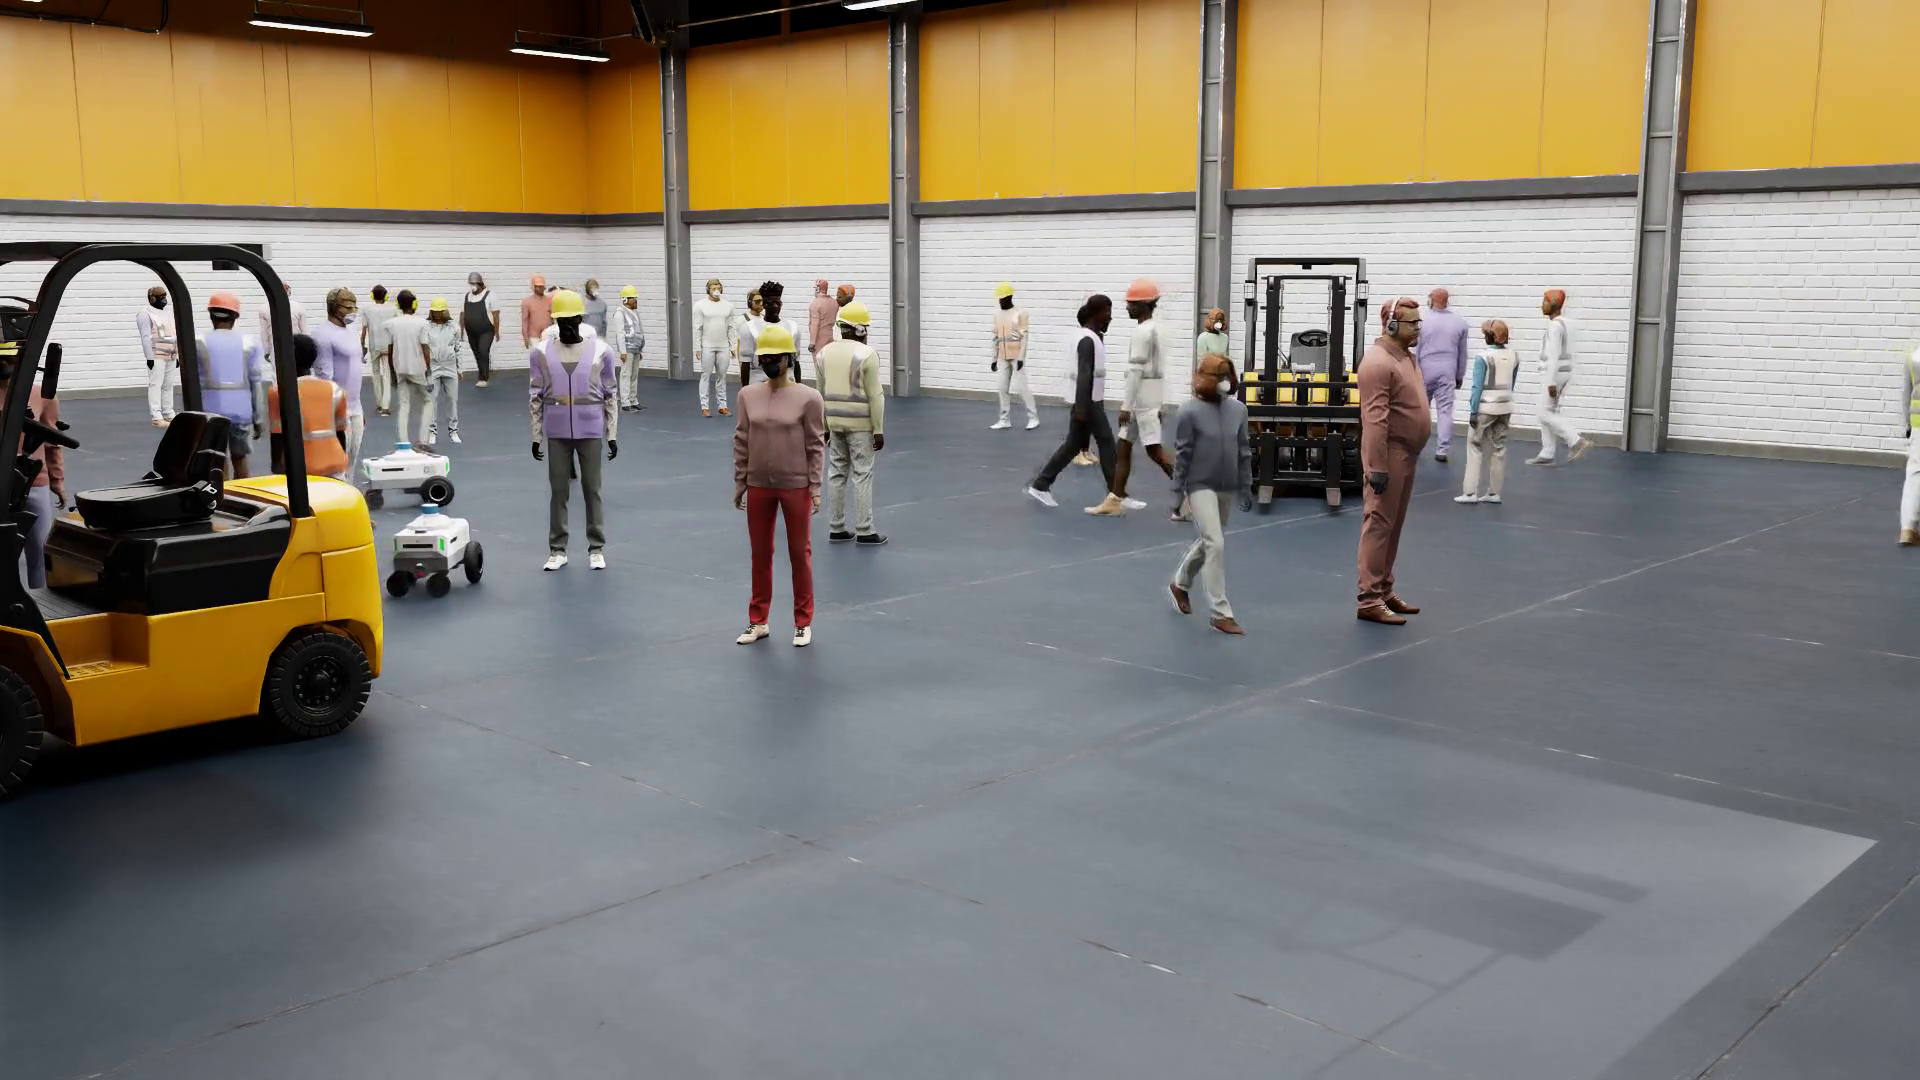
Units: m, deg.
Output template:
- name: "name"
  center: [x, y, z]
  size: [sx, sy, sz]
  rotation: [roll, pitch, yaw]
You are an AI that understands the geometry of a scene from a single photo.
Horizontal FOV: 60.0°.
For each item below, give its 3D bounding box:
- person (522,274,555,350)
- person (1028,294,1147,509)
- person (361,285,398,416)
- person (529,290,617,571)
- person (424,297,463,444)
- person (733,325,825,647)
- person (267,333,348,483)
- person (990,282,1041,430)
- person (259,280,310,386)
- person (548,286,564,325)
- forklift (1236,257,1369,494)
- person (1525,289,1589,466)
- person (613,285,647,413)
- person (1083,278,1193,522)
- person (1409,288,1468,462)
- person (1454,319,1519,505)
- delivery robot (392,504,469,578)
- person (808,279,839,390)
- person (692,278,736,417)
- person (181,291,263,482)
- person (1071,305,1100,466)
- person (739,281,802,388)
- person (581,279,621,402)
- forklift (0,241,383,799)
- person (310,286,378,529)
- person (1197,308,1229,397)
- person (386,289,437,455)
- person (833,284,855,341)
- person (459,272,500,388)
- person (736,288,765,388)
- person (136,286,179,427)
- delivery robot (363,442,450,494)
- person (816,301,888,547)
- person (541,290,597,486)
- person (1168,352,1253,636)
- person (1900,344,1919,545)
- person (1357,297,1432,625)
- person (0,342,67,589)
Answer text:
- name: "person"
  center: [-6.838, -3.336, 27.131]
  size: [0.649, 1.980, 0.436]
  rotation: [-7, 12, -37]
- name: "person"
  center: [1.083, -1.195, 14.417]
  size: [1.006, 1.870, 0.596]
  rotation: [1, 9, 6]
- name: "person"
  center: [-8.229, -2.701, 23.700]
  size: [0.574, 1.833, 0.867]
  rotation: [-2, 9, -13]
- name: "person"
  center: [-2.651, -0.744, 11.421]
  size: [0.594, 1.925, 0.378]
  rotation: [-1, 9, -5]
- name: "person"
  center: [-6.134, -2.002, 19.703]
  size: [0.492, 1.740, 0.320]
  rotation: [-4, 10, -25]
- name: "person"
  center: [-0.998, -0.291, 9.133]
  size: [0.524, 1.770, 0.315]
  rotation: [2, 10, 14]
- name: "person"
  center: [-4.010, -0.431, 10.240]
  size: [0.438, 1.675, 0.565]
  rotation: [6, 11, 35]
- name: "person"
  center: [0.691, -2.362, 21.426]
  size: [0.555, 1.900, 0.735]
  rotation: [-9, 13, -43]
- name: "person"
  center: [-9.420, -2.664, 23.260]
  size: [0.643, 1.909, 0.410]
  rotation: [-2, 10, -13]
- name: "person"
  center: [-5.089, -2.290, 21.137]
  size: [0.577, 1.851, 0.504]
  rotation: [-3, 10, -18]
- name: "forklift"
  center: [3.309, -1.629, 16.029]
  size: [1.214, 2.155, 2.313]
  rotation: [2, 9, 11]
- name: "person"
  center: [6.271, -1.682, 17.380]
  size: [0.539, 1.869, 0.574]
  rotation: [5, 11, 28]
- name: "person"
  center: [-4.759, -2.758, 24.056]
  size: [0.403, 1.833, 0.591]
  rotation: [2, 10, 14]
- name: "person"
  center: [1.561, -1.142, 13.659]
  size: [1.012, 2.009, 0.621]
  rotation: [2, 10, 13]
- name: "person"
  center: [5.171, -1.802, 18.120]
  size: [0.676, 1.851, 0.993]
  rotation: [0, 9, 1]
- name: "person"
  center: [4.662, -1.115, 14.612]
  size: [0.534, 1.636, 0.372]
  rotation: [-5, 10, -26]
- name: "delivery robot"
  center: [-3.400, 0.011, 10.702]
  size: [0.477, 0.478, 0.707]
  rotation: [-1, 9, -4]
- name: "person"
  center: [-2.178, -3.137, 26.153]
  size: [0.409, 1.907, 0.651]
  rotation: [6, 11, 31]
- name: "person"
  center: [-3.432, -2.683, 23.308]
  size: [0.627, 1.930, 0.372]
  rotation: [-6, 11, -31]
- name: "person"
  center: [-5.709, -0.967, 12.878]
  size: [0.574, 1.893, 0.716]
  rotation: [-6, 11, -34]
- name: "person"
  center: [1.347, -1.632, 17.561]
  size: [0.317, 1.700, 0.539]
  rotation: [5, 10, 27]
- name: "person"
  center: [-1.692, -1.352, 15.038]
  size: [0.614, 1.960, 0.361]
  rotation: [-5, 11, -30]
- name: "person"
  center: [-5.618, -3.050, 25.613]
  size: [0.903, 1.902, 0.637]
  rotation: [9, 13, 44]
- name: "forklift"
  center: [-3.706, -0.171, 7.093]
  size: [1.214, 2.155, 2.313]
  rotation: [9, 13, 43]
- name: "person"
  center: [-4.837, -1.009, 13.031]
  size: [0.372, 1.934, 0.627]
  rotation: [0, 9, 2]
- name: "person"
  center: [2.841, -1.780, 18.674]
  size: [0.501, 1.631, 0.285]
  rotation: [-8, 13, -42]
- name: "person"
  center: [-5.997, -1.821, 18.270]
  size: [0.576, 1.847, 0.670]
  rotation: [1, 9, 6]
- name: "person"
  center: [-1.362, -2.147, 20.158]
  size: [0.355, 1.883, 0.572]
  rotation: [-6, 11, -33]
- name: "person"
  center: [-8.427, -3.662, 28.967]
  size: [0.702, 2.000, 0.869]
  rotation: [2, 10, 14]
- name: "person"
  center: [-2.385, -2.004, 19.396]
  size: [0.349, 1.846, 0.506]
  rotation: [8, 12, 39]
- name: "person"
  center: [-10.503, -2.409, 21.894]
  size: [0.429, 1.844, 0.627]
  rotation: [1, 9, 8]
- name: "delivery robot"
  center: [-4.826, -0.607, 14.493]
  size: [0.707, 0.478, 0.477]
  rotation: [-4, 10, -22]
- name: "person"
  center: [-0.795, -0.865, 12.452]
  size: [0.601, 1.830, 0.403]
  rotation: [7, 12, 37]
- name: "person"
  center: [-3.734, -1.468, 16.051]
  size: [0.573, 1.870, 1.048]
  rotation: [-3, 10, -16]
- name: "person"
  center: [1.436, -0.297, 9.677]
  size: [0.507, 1.605, 0.795]
  rotation: [-5, 11, -29]
- name: "person"
  center: [7.409, -0.852, 12.521]
  size: [0.984, 1.794, 0.639]
  rotation: [-7, 12, -38]
- name: "person"
  center: [2.561, -0.469, 9.798]
  size: [0.406, 1.906, 0.654]
  rotation: [5, 11, 28]
- name: "person"
  center: [-5.181, -0.287, 9.112]
  size: [0.526, 1.768, 0.331]
  rotation: [-7, 12, -38]
